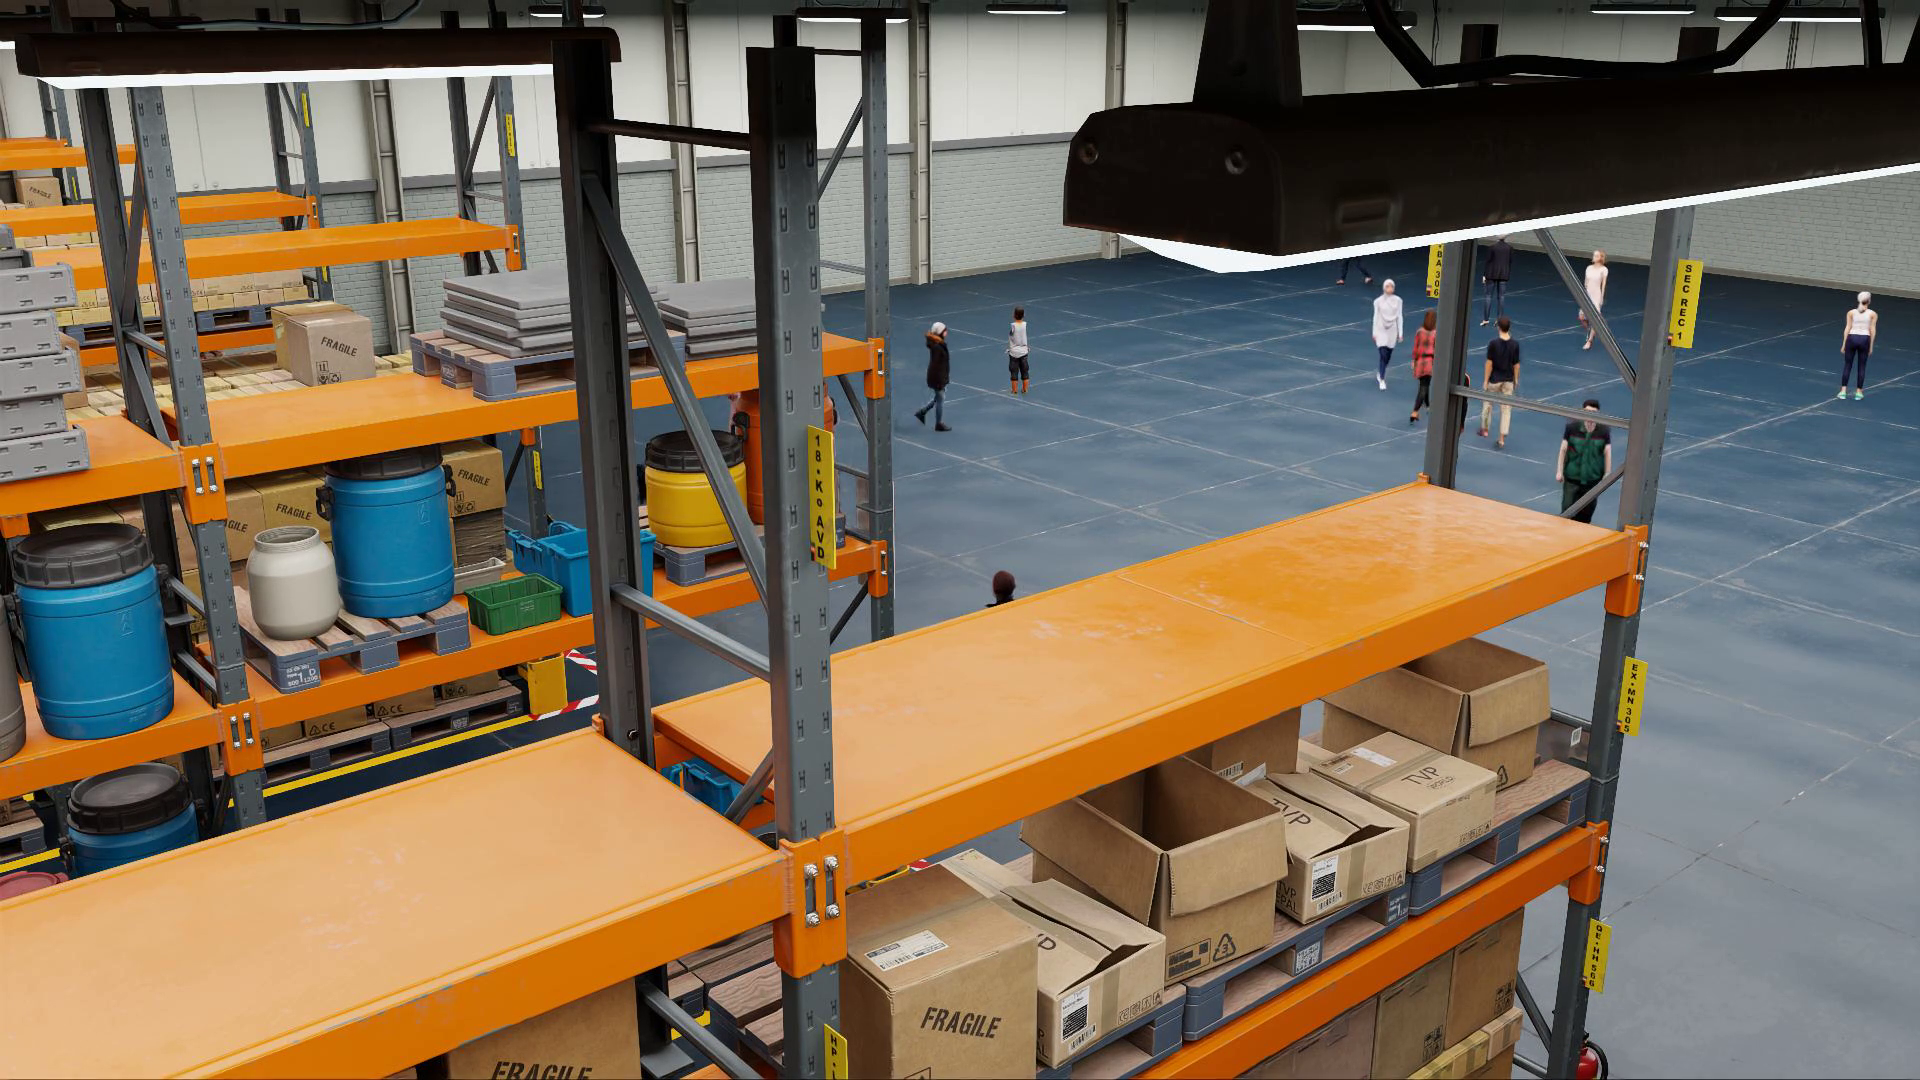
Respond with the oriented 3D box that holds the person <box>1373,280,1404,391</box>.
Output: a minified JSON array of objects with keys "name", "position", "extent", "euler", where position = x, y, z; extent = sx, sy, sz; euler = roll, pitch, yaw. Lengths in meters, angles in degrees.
[{"name":"person","position":[6.977,-3.370,27.212],"extent":[1.111,1.741,1.171],"euler":[1,18,4]}]

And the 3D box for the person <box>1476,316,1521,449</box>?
[{"name":"person","position":[7.651,-2.194,23.471],"extent":[1.073,1.822,1.106],"euler":[0,18,1]}]

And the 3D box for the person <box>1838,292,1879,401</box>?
[{"name":"person","position":[14.254,-3.089,26.405],"extent":[0.670,1.705,0.655],"euler":[10,20,27]}]

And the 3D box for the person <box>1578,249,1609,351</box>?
[{"name":"person","position":[11.510,-4.353,30.098],"extent":[0.616,1.823,0.575],"euler":[-14,23,-36]}]

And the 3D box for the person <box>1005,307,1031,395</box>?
[{"name":"person","position":[0.948,-3.099,26.839],"extent":[0.552,1.456,0.706],"euler":[-6,19,-18]}]

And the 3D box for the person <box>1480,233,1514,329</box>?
[{"name":"person","position":[9.417,-4.631,29.279],"extent":[0.818,1.779,0.789],"euler":[1,18,4]}]

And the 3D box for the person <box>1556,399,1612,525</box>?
[{"name":"person","position":[7.026,-0.688,18.770],"extent":[1.066,1.868,1.215],"euler":[6,19,17]}]

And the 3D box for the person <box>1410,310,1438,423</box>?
[{"name":"person","position":[6.937,-2.556,24.854],"extent":[0.738,1.652,1.139],"euler":[16,24,39]}]

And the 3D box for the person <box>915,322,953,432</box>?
[{"name":"person","position":[-0.400,-2.389,24.389],"extent":[0.921,1.623,0.846],"euler":[0,18,-1]}]
